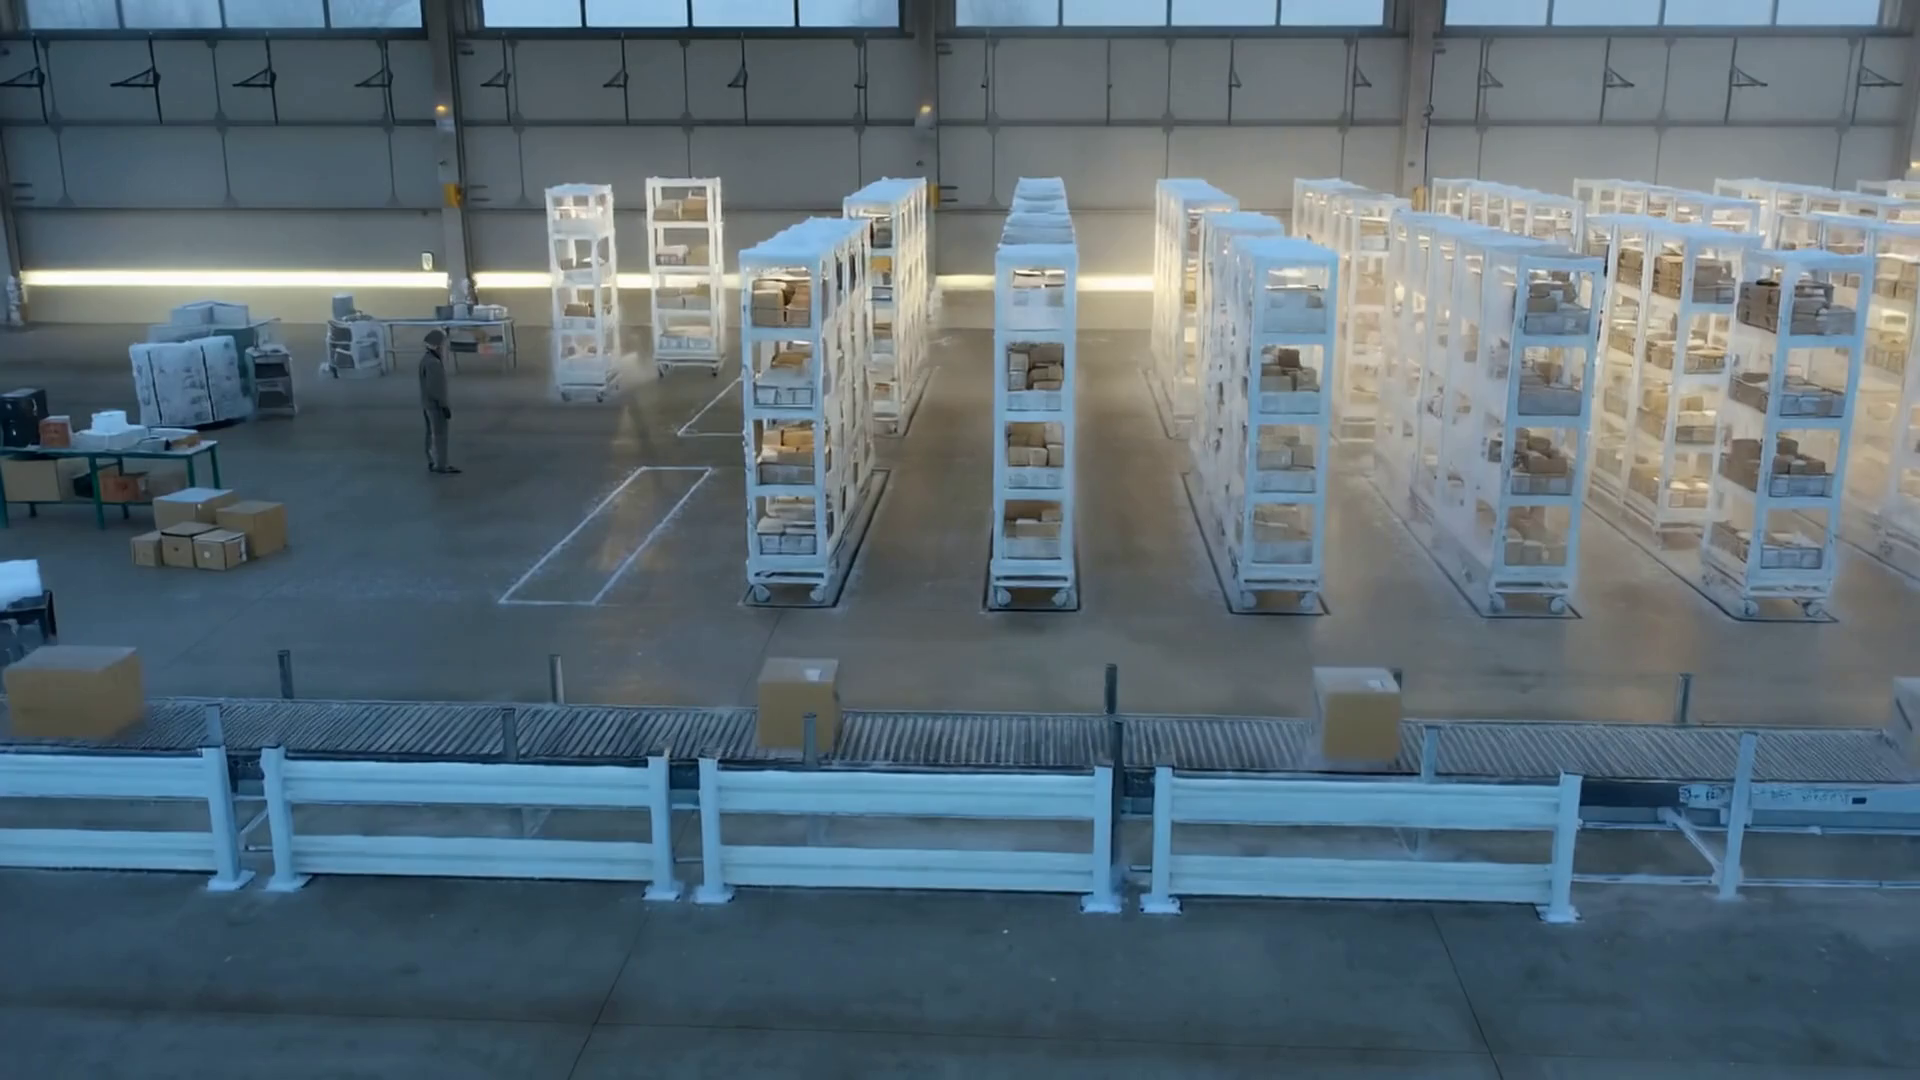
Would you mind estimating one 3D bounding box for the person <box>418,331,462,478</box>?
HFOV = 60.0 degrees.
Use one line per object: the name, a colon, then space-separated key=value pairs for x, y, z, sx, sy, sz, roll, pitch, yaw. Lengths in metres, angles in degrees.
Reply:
person: x=-7.095 y=-1.840 z=22.600 sx=0.390 sy=1.990 sz=0.609 roll=-13 pitch=20 yaw=-40
